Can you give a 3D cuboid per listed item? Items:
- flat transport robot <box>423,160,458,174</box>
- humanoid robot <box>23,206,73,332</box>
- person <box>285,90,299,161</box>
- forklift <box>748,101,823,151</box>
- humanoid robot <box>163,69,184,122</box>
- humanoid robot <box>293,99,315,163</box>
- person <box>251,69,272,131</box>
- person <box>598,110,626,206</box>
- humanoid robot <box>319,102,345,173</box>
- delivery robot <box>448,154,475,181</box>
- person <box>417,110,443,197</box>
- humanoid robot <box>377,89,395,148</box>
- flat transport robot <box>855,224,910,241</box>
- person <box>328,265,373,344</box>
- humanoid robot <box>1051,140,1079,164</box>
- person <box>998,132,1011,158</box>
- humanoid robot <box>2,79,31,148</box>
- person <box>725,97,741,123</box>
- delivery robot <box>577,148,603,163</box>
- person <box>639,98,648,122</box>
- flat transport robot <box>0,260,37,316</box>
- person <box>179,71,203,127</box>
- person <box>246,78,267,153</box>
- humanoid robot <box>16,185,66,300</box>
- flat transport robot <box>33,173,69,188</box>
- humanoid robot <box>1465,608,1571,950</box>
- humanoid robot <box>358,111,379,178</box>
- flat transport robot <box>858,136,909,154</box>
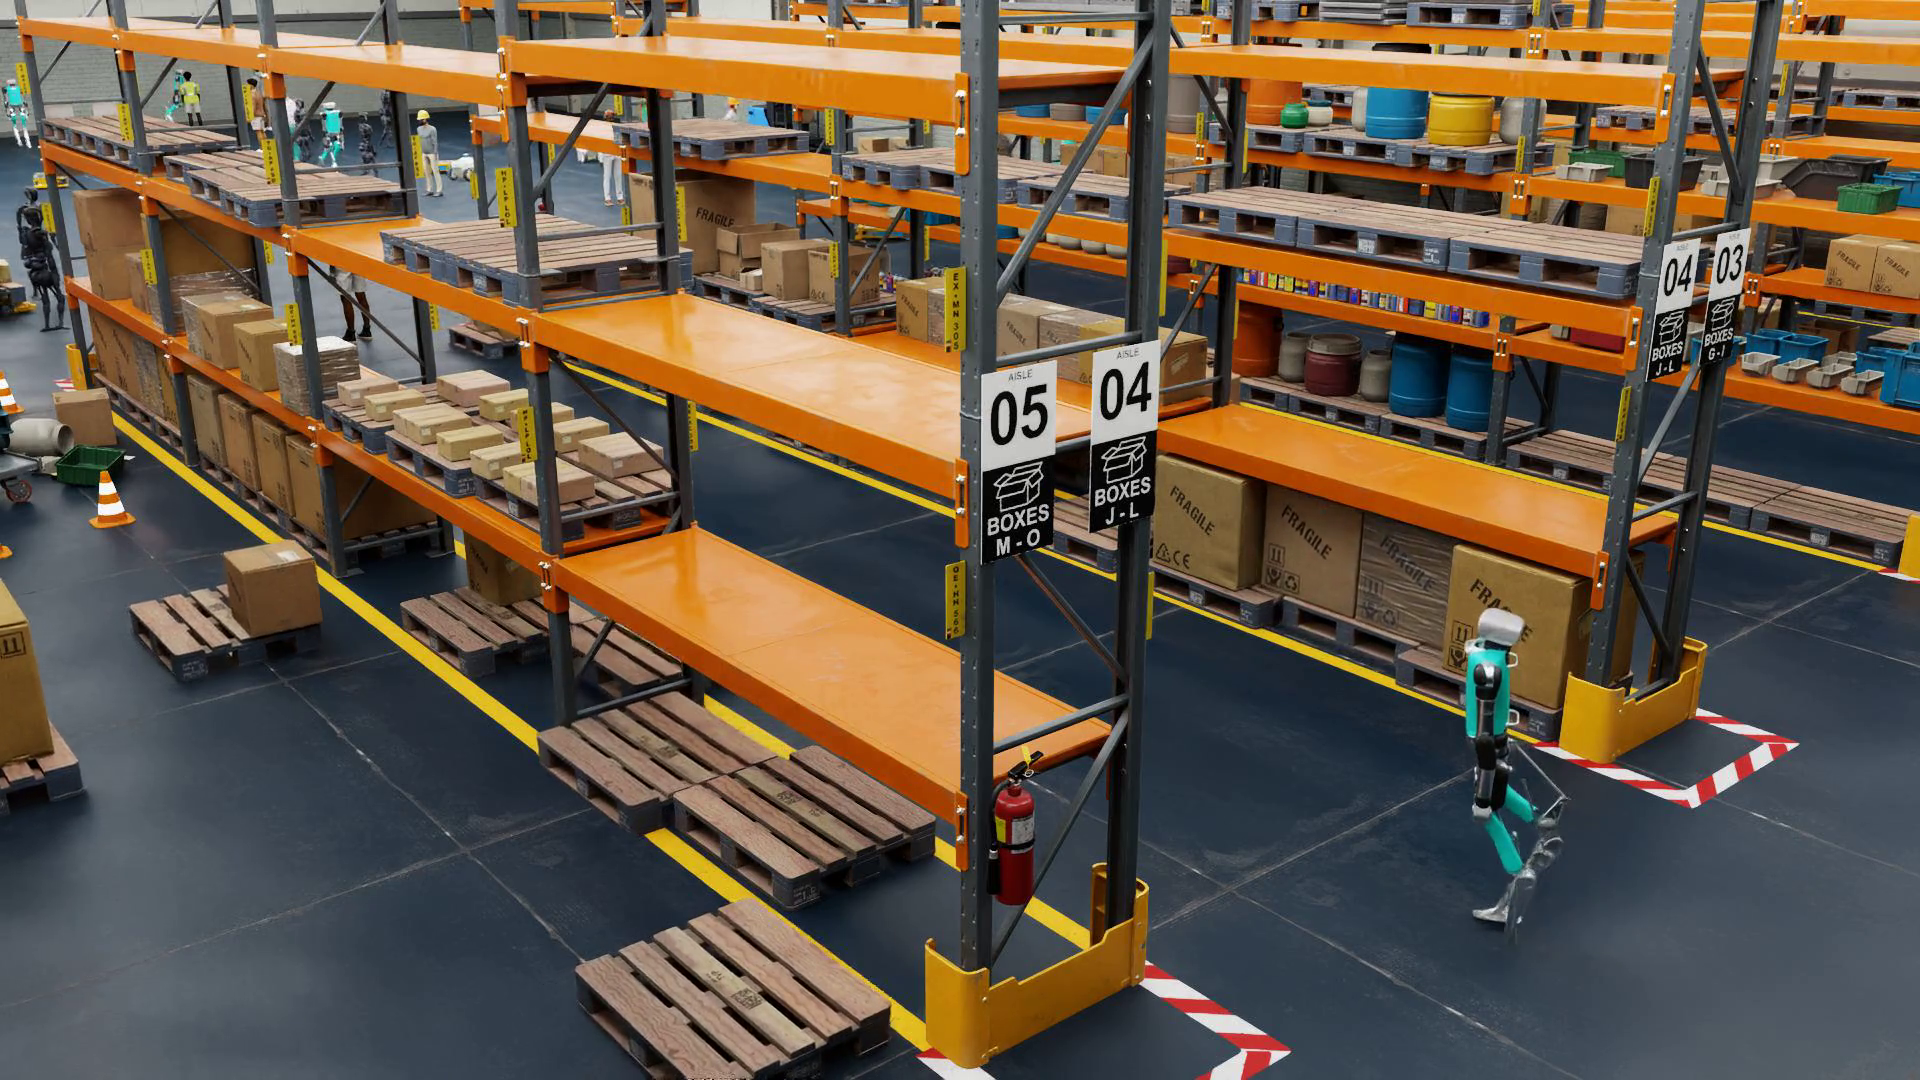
[{"bbox_3d":[-11.866,-8.655,38.569,1.431,0.231,0.659,-7,20,-18],"label":"flat transport robot"},{"bbox_3d":[-12.134,-3.581,21.999,0.614,1.655,0.354,13,23,32],"label":"humanoid robot"},{"bbox_3d":[-15.950,-9.799,39.428,0.493,1.862,1.014,-4,20,-11],"label":"person"},{"bbox_3d":[-4.526,-11.368,42.374,1.129,2.768,1.873,-15,24,-37],"label":"forklift"},{"bbox_3d":[-22.278,-12.364,46.948,0.872,1.790,0.577,-4,20,-12],"label":"humanoid robot"},{"bbox_3d":[-15.230,-9.352,38.423,0.445,1.643,0.591,4,20,10],"label":"humanoid robot"},{"bbox_3d":[-19.951,-12.626,47.467,0.402,1.870,0.494,7,20,19],"label":"person"},{"bbox_3d":[-6.963,-7.642,33.270,0.565,1.878,0.352,-13,23,-33],"label":"person"},{"bbox_3d":[-13.992,-8.748,36.674,0.923,1.789,0.555,13,23,32],"label":"humanoid robot"},{"bbox_3d":[-11.042,-8.334,37.206,0.499,0.583,0.767,7,21,20],"label":"delivery robot"},{"bbox_3d":[-11.030,-8.008,34.483,0.516,1.756,0.339,9,21,25],"label":"person"},{"bbox_3d":[-14.922,-11.007,43.148,0.445,1.647,0.600,0,19,1],"label":"humanoid robot"},{"bbox_3d":[-1.239,-5.484,29.545,1.431,0.231,0.659,1,19,1],"label":"flat transport robot"},{"bbox_3d":[-7.869,-3.508,21.364,0.366,1.965,0.606,11,22,28],"label":"person"},{"bbox_3d":[2.089,-7.606,33.426,1.046,1.759,0.555,-15,24,-37],"label":"humanoid robot"},{"bbox_3d":[0.736,-7.077,31.838,0.574,1.745,0.432,-18,26,-41],"label":"person"},{"bbox_3d":[-24.508,-11.060,43.236,0.532,1.799,0.749,-12,22,-30],"label":"humanoid robot"},{"bbox_3d":[-5.004,-8.861,36.762,0.915,1.859,0.578,5,20,15],"label":"person"},{"bbox_3d":[-9.034,-9.471,40.412,0.499,0.564,0.737,-12,23,-31],"label":"delivery robot"},{"bbox_3d":[-7.750,-10.592,41.583,0.507,1.931,0.991,-5,20,-14],"label":"person"},{"bbox_3d":[-13.722,-3.228,23.122,0.659,0.231,1.431,18,26,41],"label":"flat transport robot"},{"bbox_3d":[-21.650,-12.323,46.851,0.532,1.697,0.322,-13,23,-33],"label":"person"},{"bbox_3d":[-17.786,-10.734,42.091,0.397,1.855,0.779,-1,19,-2],"label":"person"},{"bbox_3d":[-13.332,-4.304,24.070,0.426,1.647,0.600,9,21,24],"label":"humanoid robot"},{"bbox_3d":[-19.804,-7.834,36.232,0.659,0.231,1.431,-10,21,-25],"label":"flat transport robot"},{"bbox_3d":[2.805,1.264,8.295,0.704,1.902,0.551,6,20,17],"label":"humanoid robot"},{"bbox_3d":[-12.716,-8.311,35.507,0.677,1.638,0.600,-2,19,-6],"label":"humanoid robot"},{"bbox_3d":[-1.642,-8.161,37.162,0.659,0.231,1.431,14,24,35],"label":"flat transport robot"}]
